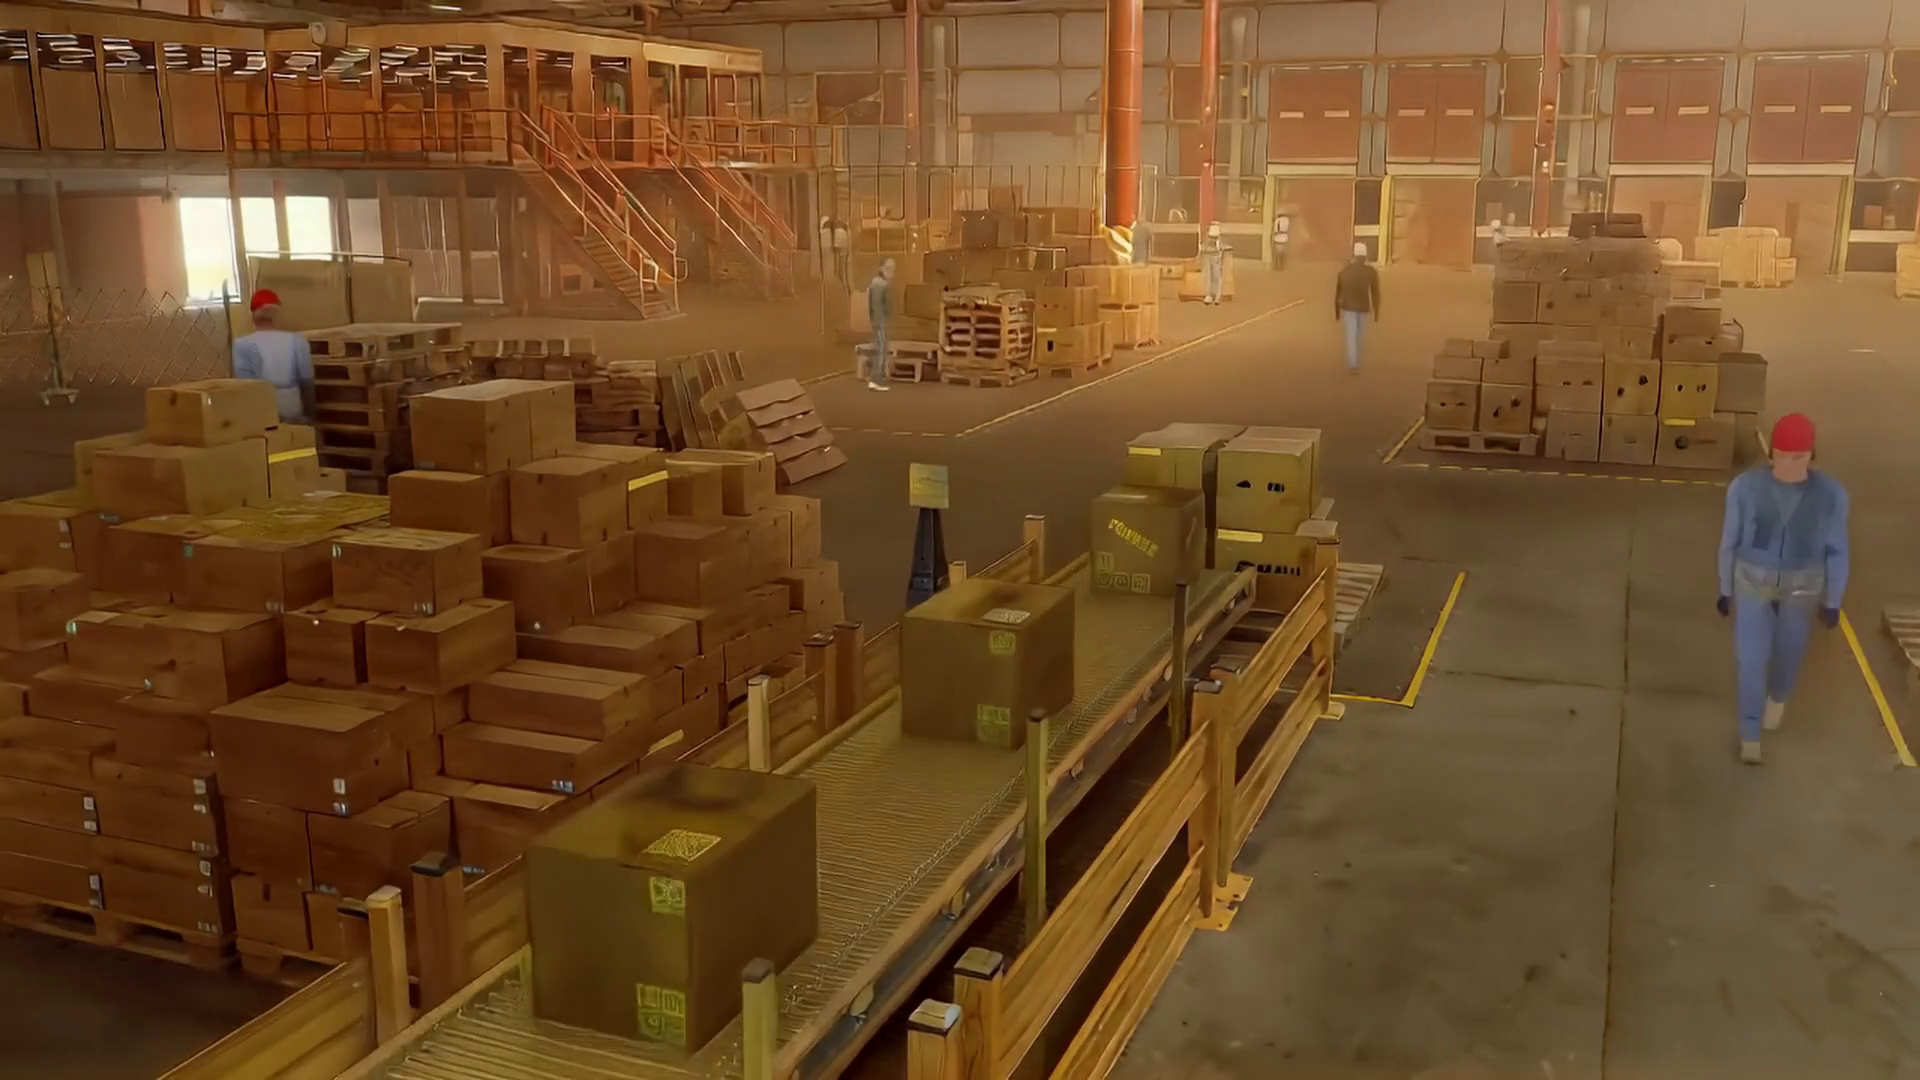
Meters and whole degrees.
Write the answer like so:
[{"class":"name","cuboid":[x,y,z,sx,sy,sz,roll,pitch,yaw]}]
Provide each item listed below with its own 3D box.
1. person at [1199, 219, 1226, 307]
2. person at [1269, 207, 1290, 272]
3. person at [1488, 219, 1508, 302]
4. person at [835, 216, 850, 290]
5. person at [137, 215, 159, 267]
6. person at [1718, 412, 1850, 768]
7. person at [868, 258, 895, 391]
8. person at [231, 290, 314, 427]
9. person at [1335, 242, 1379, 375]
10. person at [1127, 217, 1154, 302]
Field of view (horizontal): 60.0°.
[{"class":"person","cuboid":[5.617,-6.153,36.939,0.375,1.929,0.585,-11,16,-39]},{"class":"person","cuboid":[9.499,-8.972,49.618,0.551,1.907,0.809,-5,13,-21]},{"class":"person","cuboid":[12.304,-6.369,37.974,0.540,1.898,0.642,9,15,34]},{"class":"person","cuboid":[-2.931,-7.260,42.103,0.429,1.841,0.633,-3,13,-13]},{"class":"person","cuboid":[-23.059,-8.432,47.225,0.555,1.884,0.656,12,17,43]},{"class":"person","cuboid":[4.263,0.217,8.649,0.599,1.808,0.812,6,14,23]},{"class":"person","cuboid":[-1.088,-2.953,22.832,0.360,1.824,0.742,-3,13,-15]},{"class":"person","cuboid":[-5.847,-1.104,14.096,0.802,2.008,0.616,12,17,43]},{"class":"person","cuboid":[5.923,-3.476,24.877,0.624,1.963,0.944,0,13,-1]},{"class":"person","cuboid":[4.144,-6.454,38.284,0.627,1.933,0.376,4,13,18]}]
